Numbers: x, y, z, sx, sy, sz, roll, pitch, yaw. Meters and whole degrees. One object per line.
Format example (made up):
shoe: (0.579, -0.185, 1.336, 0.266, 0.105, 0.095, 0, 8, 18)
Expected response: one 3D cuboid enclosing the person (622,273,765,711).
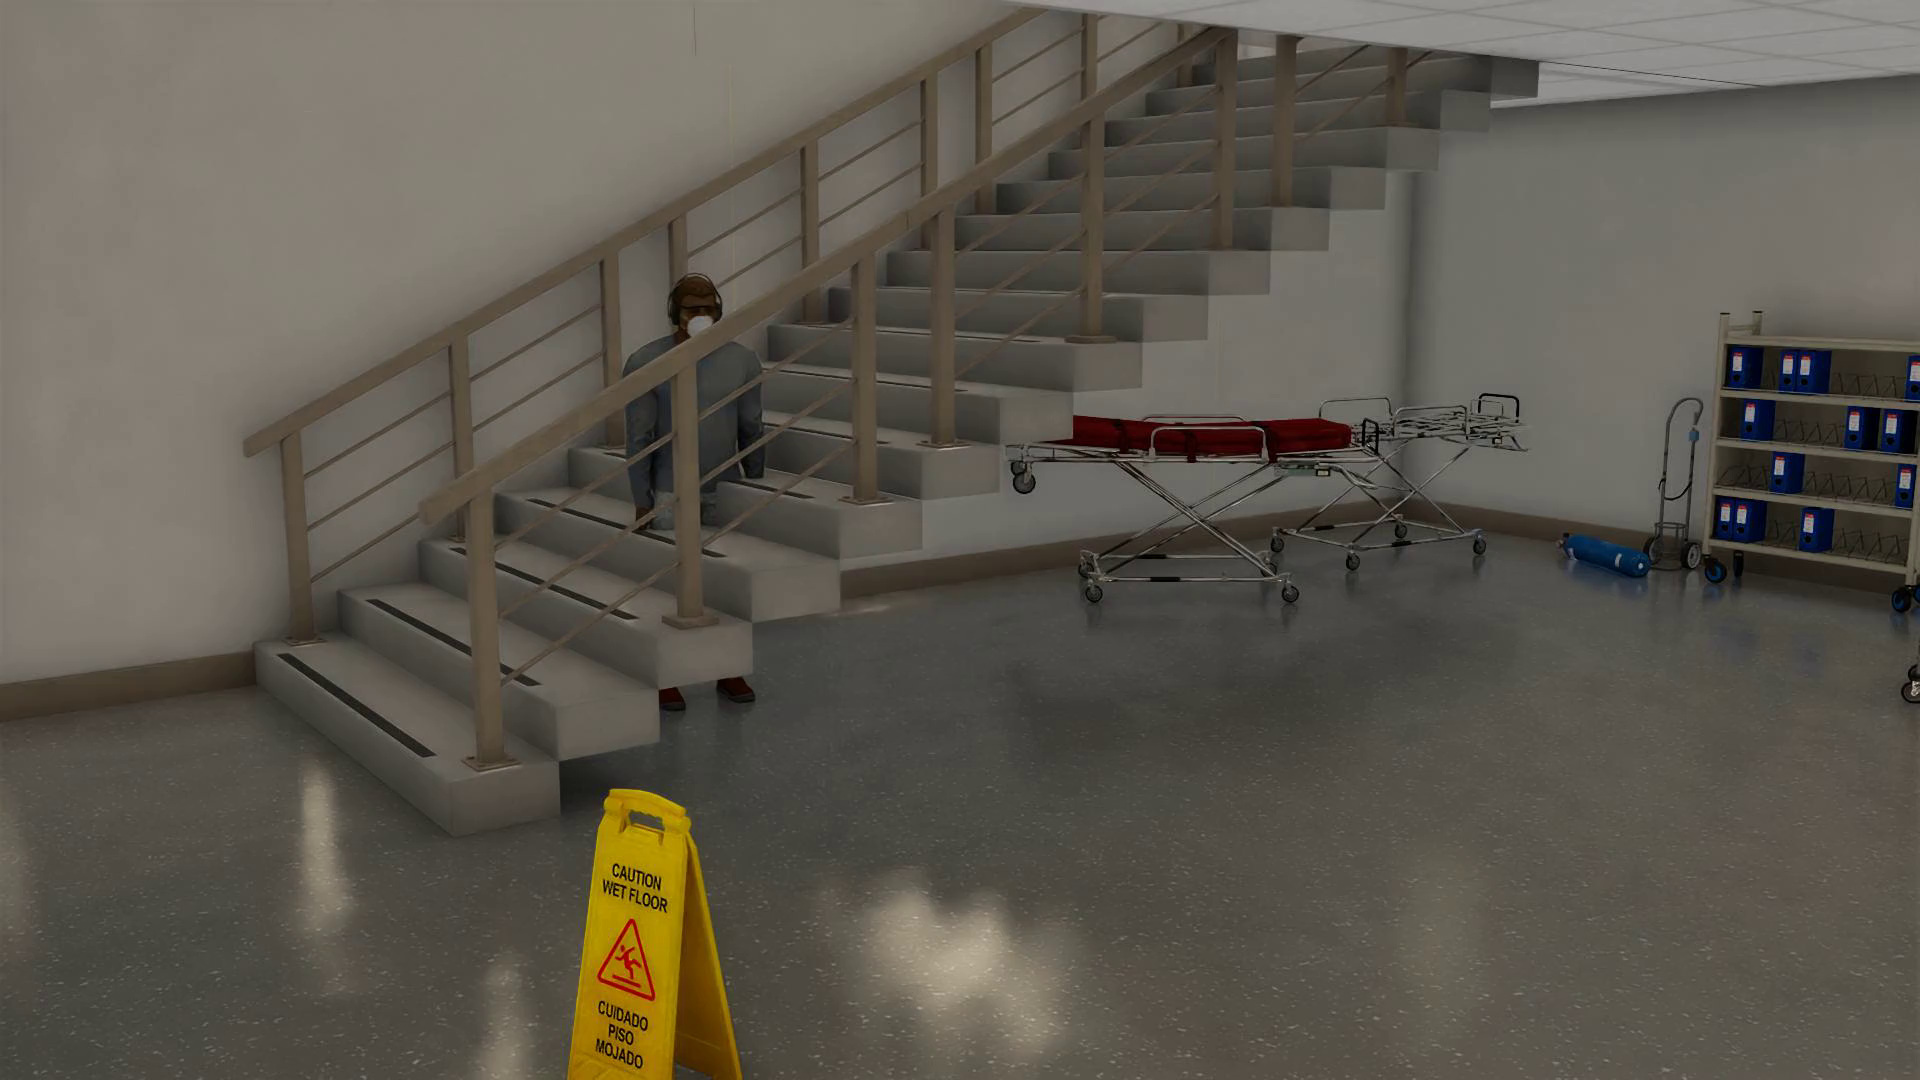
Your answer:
person: (-1.165, -0.208, 7.377, 0.625, 1.931, 0.379, -4, 11, -24)
